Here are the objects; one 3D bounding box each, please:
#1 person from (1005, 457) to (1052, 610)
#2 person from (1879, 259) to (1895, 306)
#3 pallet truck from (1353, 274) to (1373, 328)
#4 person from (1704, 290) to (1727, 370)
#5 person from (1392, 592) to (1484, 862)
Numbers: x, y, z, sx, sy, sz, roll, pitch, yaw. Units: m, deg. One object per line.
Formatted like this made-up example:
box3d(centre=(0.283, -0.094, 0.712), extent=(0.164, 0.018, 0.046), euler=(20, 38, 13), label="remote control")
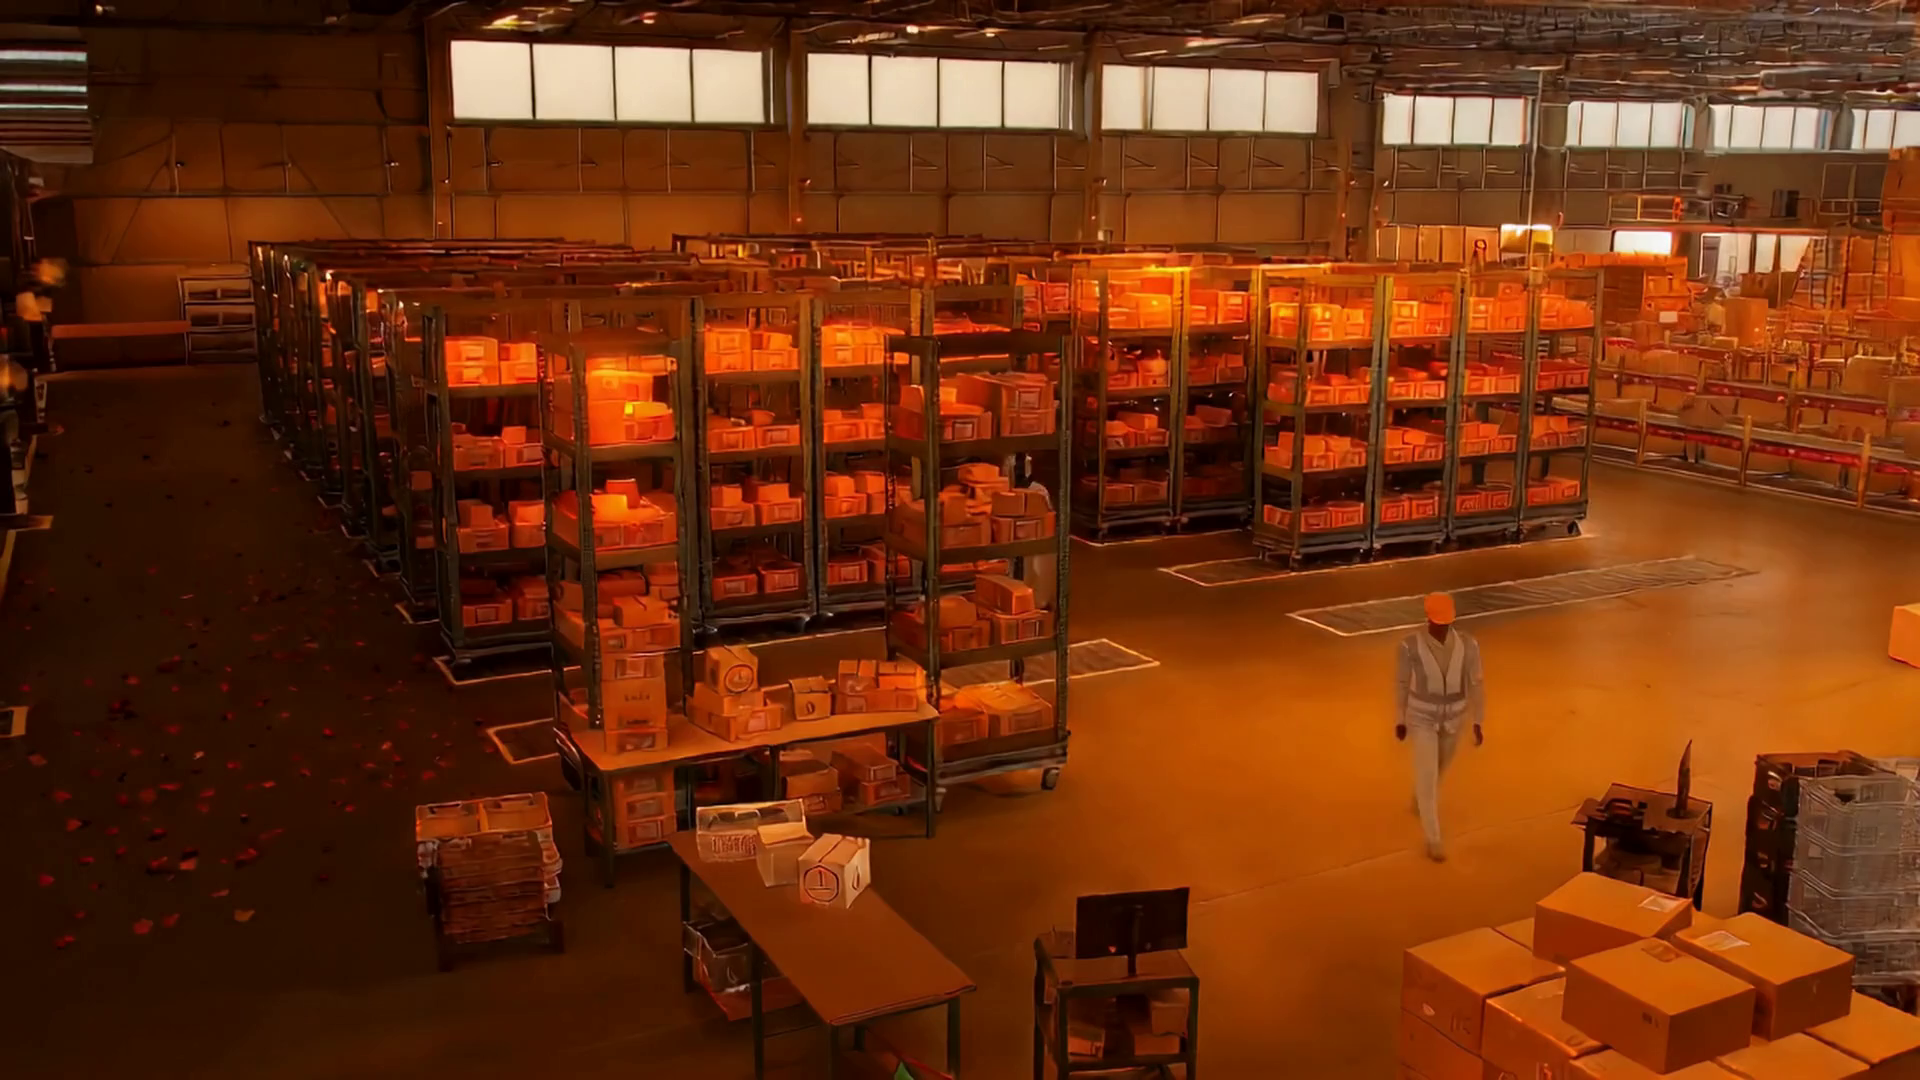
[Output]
box3d(centre=(0.705, -0.029, 18.155), extent=(0.442, 1.812, 0.594), euler=(-10, 16, -39), label="person")
box3d(centre=(36.174, -10.027, 64.846), extent=(0.506, 1.847, 0.343), euler=(-8, 15, -34), label="person")
box3d(centre=(13.011, -8.050, 55.243), extent=(0.823, 1.965, 1.885), euler=(-7, 14, -28), label="pallet truck")
box3d(centre=(19.411, -5.401, 42.752), extent=(0.395, 2.040, 0.609), euler=(-4, 13, -20), label="person")
box3d(centre=(3.394, 1.251, 11.969), extent=(0.609, 1.907, 0.946), euler=(-1, 12, -4), label="person")
